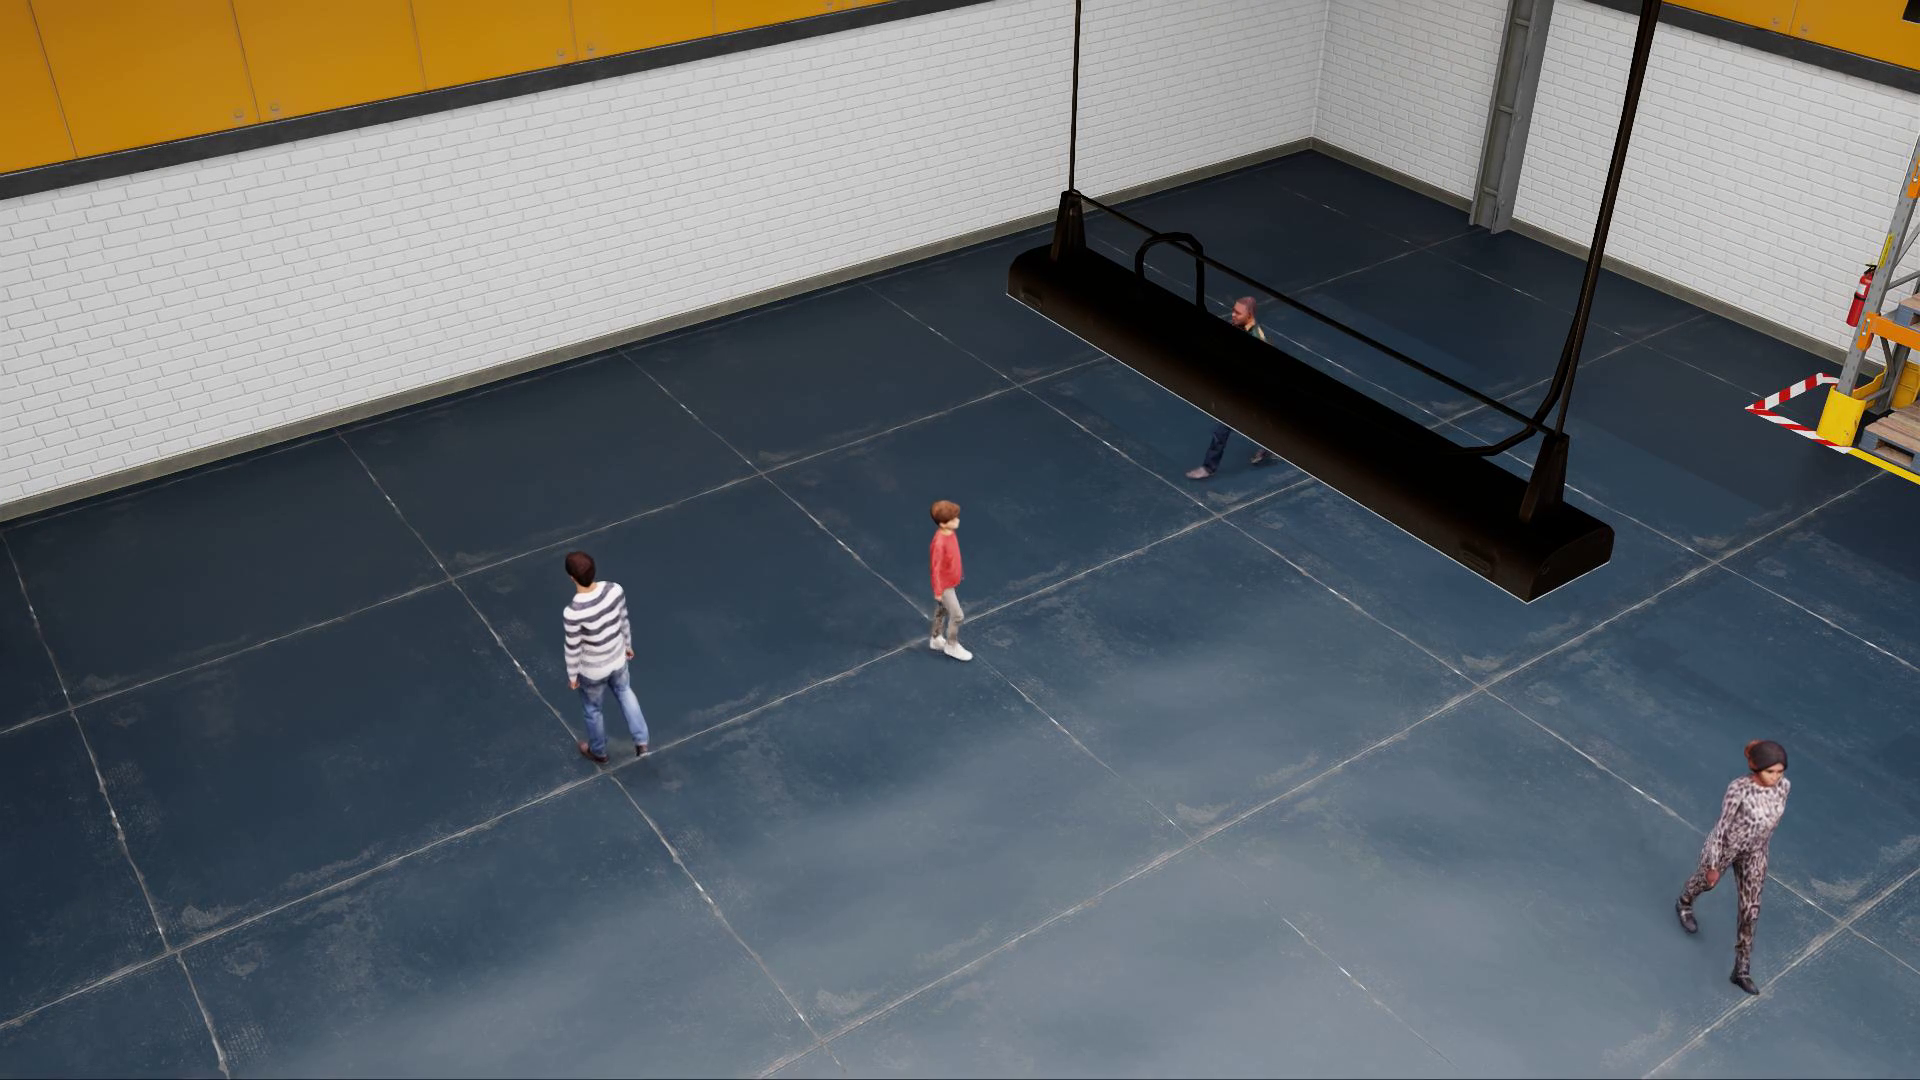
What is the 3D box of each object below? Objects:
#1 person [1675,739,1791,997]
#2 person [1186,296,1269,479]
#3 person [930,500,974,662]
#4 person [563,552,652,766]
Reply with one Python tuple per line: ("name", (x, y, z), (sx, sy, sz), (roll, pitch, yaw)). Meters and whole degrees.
("person", (4.740, 1.873, 10.268), (0.982, 1.668, 1.183), (-2, 34, -3))
("person", (2.583, -1.396, 15.088), (0.949, 1.777, 1.198), (-11, 35, -16))
("person", (-0.175, 0.294, 12.876), (0.734, 1.411, 0.674), (8, 34, 11))
("person", (-2.461, 0.871, 11.621), (0.753, 1.839, 0.896), (-28, 43, -35))
